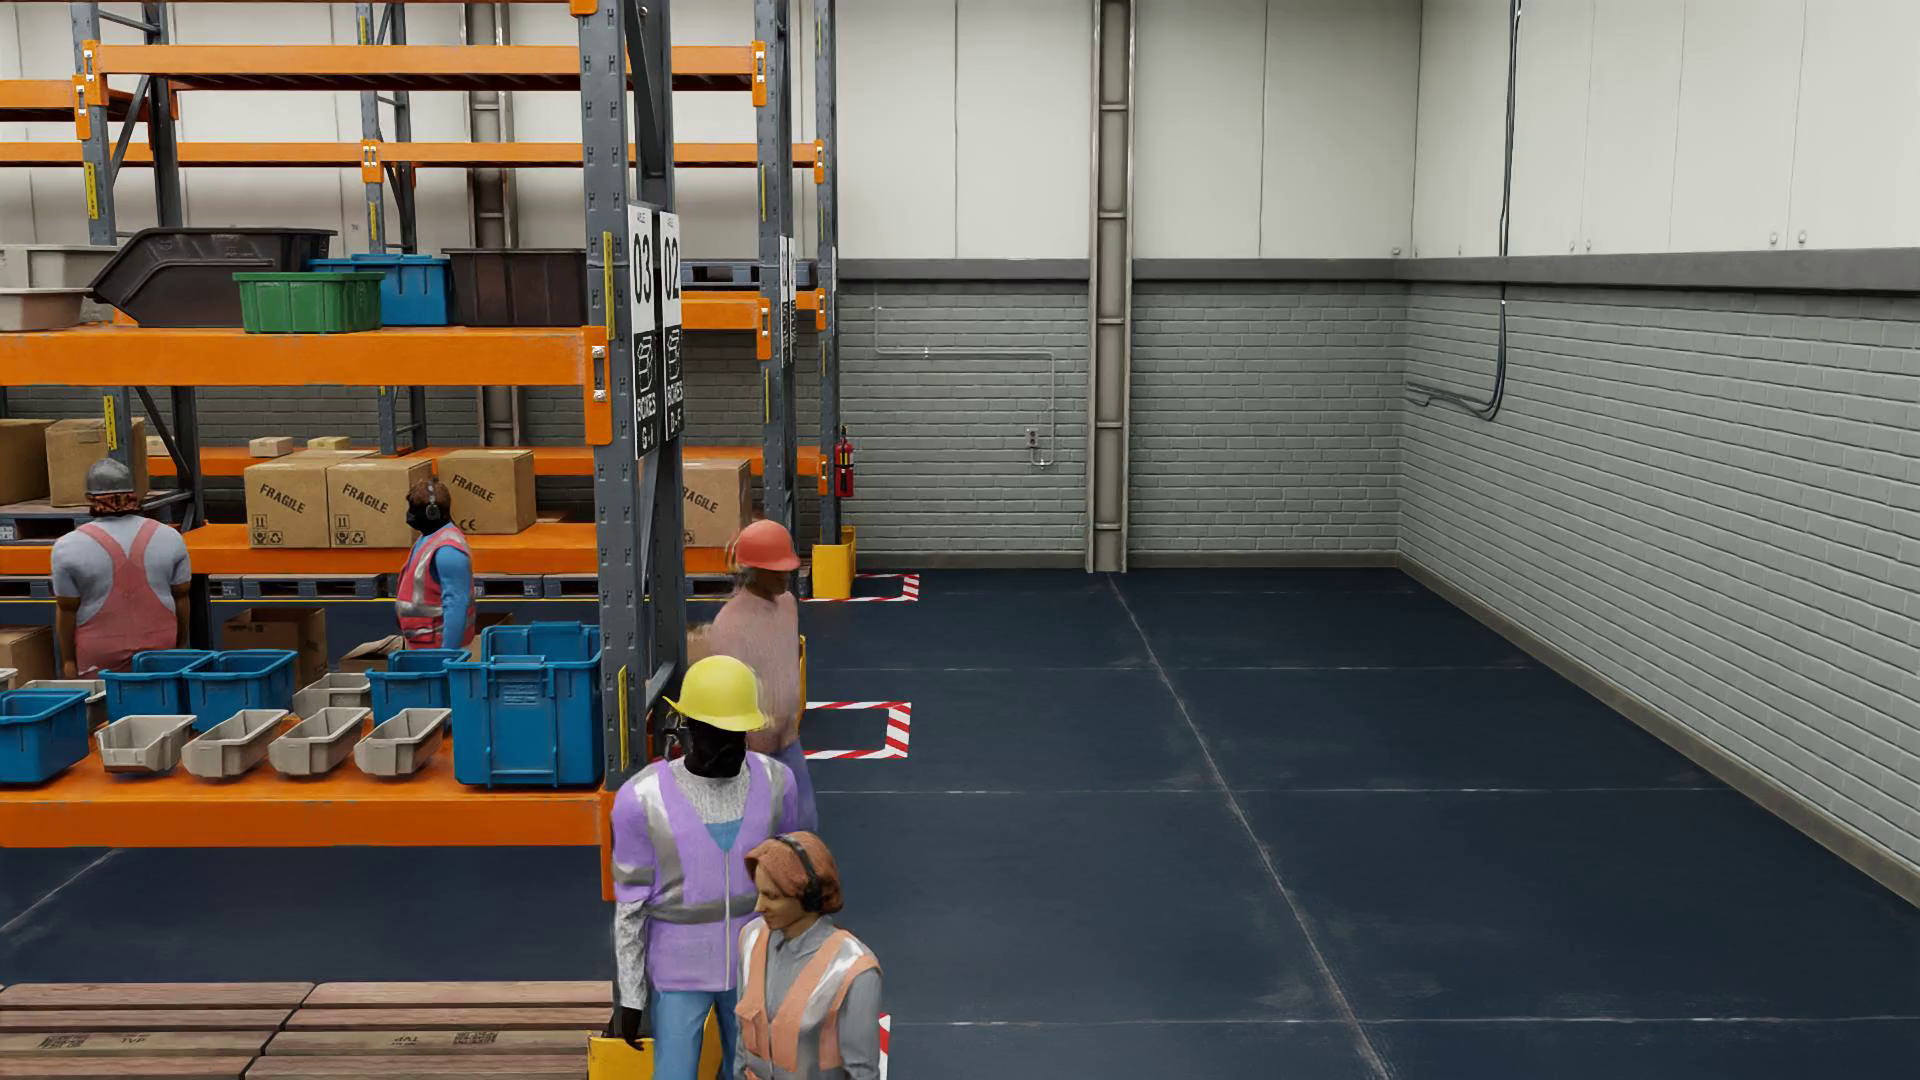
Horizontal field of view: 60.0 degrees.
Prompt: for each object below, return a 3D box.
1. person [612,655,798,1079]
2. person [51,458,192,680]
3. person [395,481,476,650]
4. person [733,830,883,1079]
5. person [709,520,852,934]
[{"bbox_3d":[-0.735,1.277,4.995,0.599,1.916,0.398,-5,11,-30],"label":"person"},{"bbox_3d":[-4.541,0.554,9.026,0.682,2.000,0.535,-8,12,-41],"label":"person"},{"bbox_3d":[-2.980,0.580,9.474,0.429,1.842,0.635,-5,10,-28],"label":"person"},{"bbox_3d":[-0.387,1.533,4.286,0.526,1.632,0.312,8,13,42],"label":"person"},{"bbox_3d":[-0.757,0.893,7.204,0.622,1.980,0.624,5,10,27],"label":"person"}]
